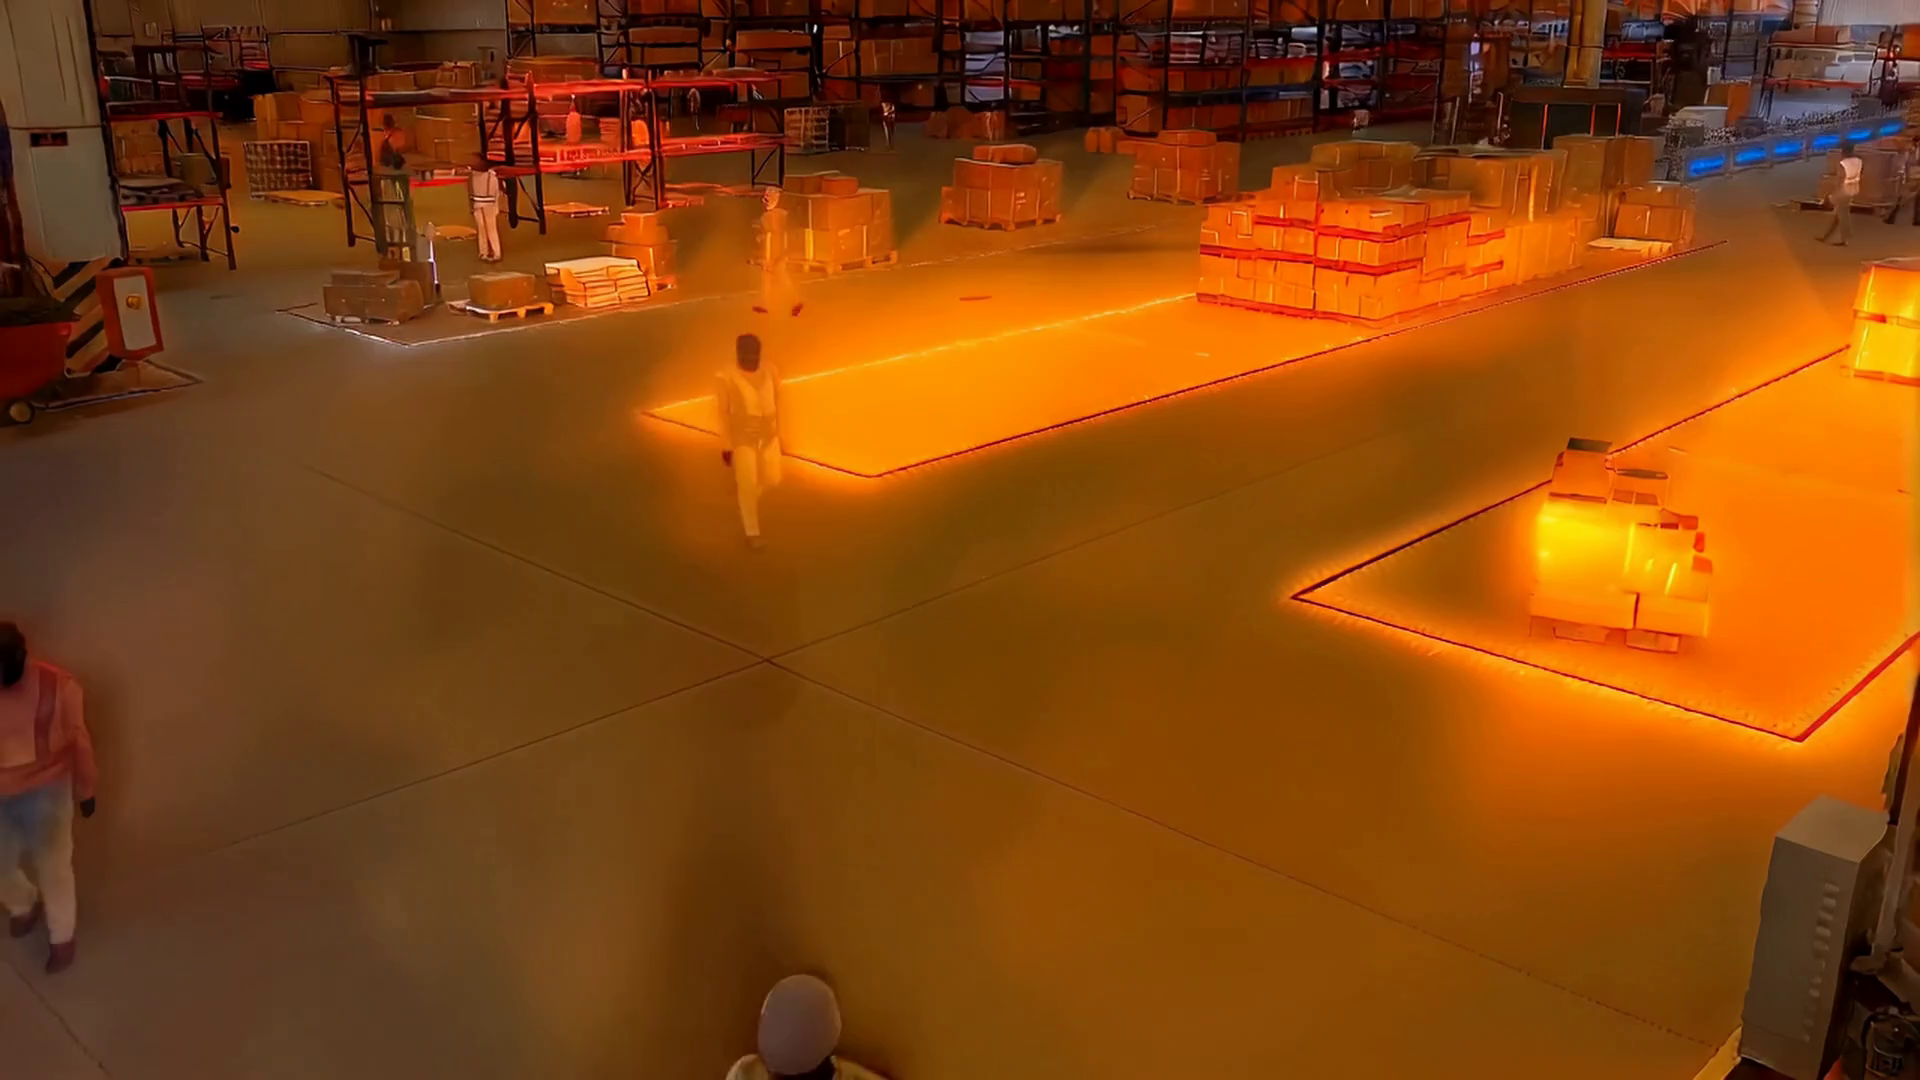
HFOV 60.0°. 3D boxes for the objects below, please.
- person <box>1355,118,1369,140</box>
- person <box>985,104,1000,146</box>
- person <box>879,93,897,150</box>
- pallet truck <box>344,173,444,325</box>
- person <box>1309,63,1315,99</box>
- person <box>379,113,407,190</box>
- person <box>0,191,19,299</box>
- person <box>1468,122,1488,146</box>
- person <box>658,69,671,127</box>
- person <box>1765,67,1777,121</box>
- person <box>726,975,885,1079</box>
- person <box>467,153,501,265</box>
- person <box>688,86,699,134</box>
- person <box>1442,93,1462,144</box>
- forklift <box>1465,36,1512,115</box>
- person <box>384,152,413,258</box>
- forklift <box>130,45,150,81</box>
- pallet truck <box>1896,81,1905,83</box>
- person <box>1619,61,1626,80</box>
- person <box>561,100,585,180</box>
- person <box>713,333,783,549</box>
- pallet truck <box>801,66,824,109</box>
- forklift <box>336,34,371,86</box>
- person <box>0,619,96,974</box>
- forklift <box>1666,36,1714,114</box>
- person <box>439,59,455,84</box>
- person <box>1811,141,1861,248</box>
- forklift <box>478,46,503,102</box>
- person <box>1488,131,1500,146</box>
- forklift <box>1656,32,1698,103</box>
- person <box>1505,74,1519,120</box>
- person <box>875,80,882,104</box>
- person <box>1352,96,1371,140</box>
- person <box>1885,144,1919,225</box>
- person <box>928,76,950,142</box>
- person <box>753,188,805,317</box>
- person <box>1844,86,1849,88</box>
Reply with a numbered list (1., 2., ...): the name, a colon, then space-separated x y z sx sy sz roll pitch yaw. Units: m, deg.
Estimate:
1. person: 9.109 -8.751 37.958 0.525 1.717 0.920 -16 24 -39
2. person: 0.814 -10.851 44.471 0.837 1.604 0.523 -5 19 -14
3. person: -2.098 -12.153 48.366 0.527 1.607 0.737 1 18 4
4. pallet truck: -8.209 -4.181 23.757 0.823 1.965 1.885 3 19 9
5. person: 14.571 -18.804 68.316 0.540 1.665 0.727 -1 18 -3
6. person: -12.029 -8.025 35.273 0.542 2.000 0.689 -17 25 -41
7. person: -13.873 -4.271 24.212 0.598 1.891 0.949 3 19 8
8. person: 10.584 -7.613 34.219 0.856 1.914 0.692 8 20 22
9. person: -10.081 -15.061 56.680 0.589 1.912 0.390 13 22 34
10. person: 28.927 -15.880 59.100 0.356 1.937 0.552 14 23 37
11. person: -0.434 2.138 4.848 0.551 1.905 0.792 2 18 6
12. person: -8.092 -5.624 28.283 0.584 1.881 0.337 5 19 15
13. person: -8.608 -13.965 53.705 0.319 1.695 0.539 0 18 1
14. person: 14.451 -12.286 48.781 0.534 1.600 0.756 11 21 30
15. forklift: 19.973 -17.201 61.605 1.873 2.768 1.129 16 24 40
16. person: -9.384 -5.519 27.898 0.410 1.932 0.640 3 19 9
17. forklift: -25.517 -14.043 52.092 1.873 2.768 1.129 -9 20 -25
18. pallet truck: 34.802 -16.331 61.455 0.653 1.274 1.630 17 25 41
19. person: 26.749 -18.503 67.281 0.327 1.761 0.522 8 20 23
20. person: -9.558 -9.816 40.872 0.727 1.908 0.646 5 19 16
21. person: -1.783 -0.861 14.023 0.628 1.832 0.564 -14 23 -37
22. pallet truck: -4.812 -15.182 56.903 0.823 1.965 1.885 -9 21 -26
23. forklift: -23.394 -18.320 64.977 1.129 2.768 1.873 17 25 41
24. person: -4.428 1.189 7.868 0.646 1.816 0.523 -6 19 -17
25. forklift: 27.341 -17.291 61.877 1.129 2.768 1.873 17 25 41
26. person: -19.826 -17.611 64.342 0.550 1.921 0.569 -6 19 -17
27. person: 16.012 -6.300 30.309 0.619 1.892 0.735 -13 22 -35
28. forklift: -14.400 -13.831 51.452 1.129 2.768 1.873 17 25 41
29. person: 10.560 -7.269 33.349 0.985 1.828 0.519 9 20 26
30. forklift: 29.428 -19.284 67.883 1.129 2.768 1.873 17 25 41
31. person: 19.764 -15.817 59.399 0.451 1.626 0.517 9 21 26
32. person: -2.935 -17.368 63.752 0.626 1.834 0.429 -1 18 -4
33. person: 10.098 -10.217 42.037 0.544 1.939 0.354 -13 23 -35
34. person: 18.977 -7.193 32.982 0.843 1.908 0.458 1 18 3
35. person: -0.667 -13.229 51.075 0.798 1.964 0.643 5 19 15
36. person: -2.606 -4.123 23.838 0.951 1.834 0.520 15 24 38
37. person: 32.383 -16.349 60.834 0.533 1.732 0.857 -8 20 -22
